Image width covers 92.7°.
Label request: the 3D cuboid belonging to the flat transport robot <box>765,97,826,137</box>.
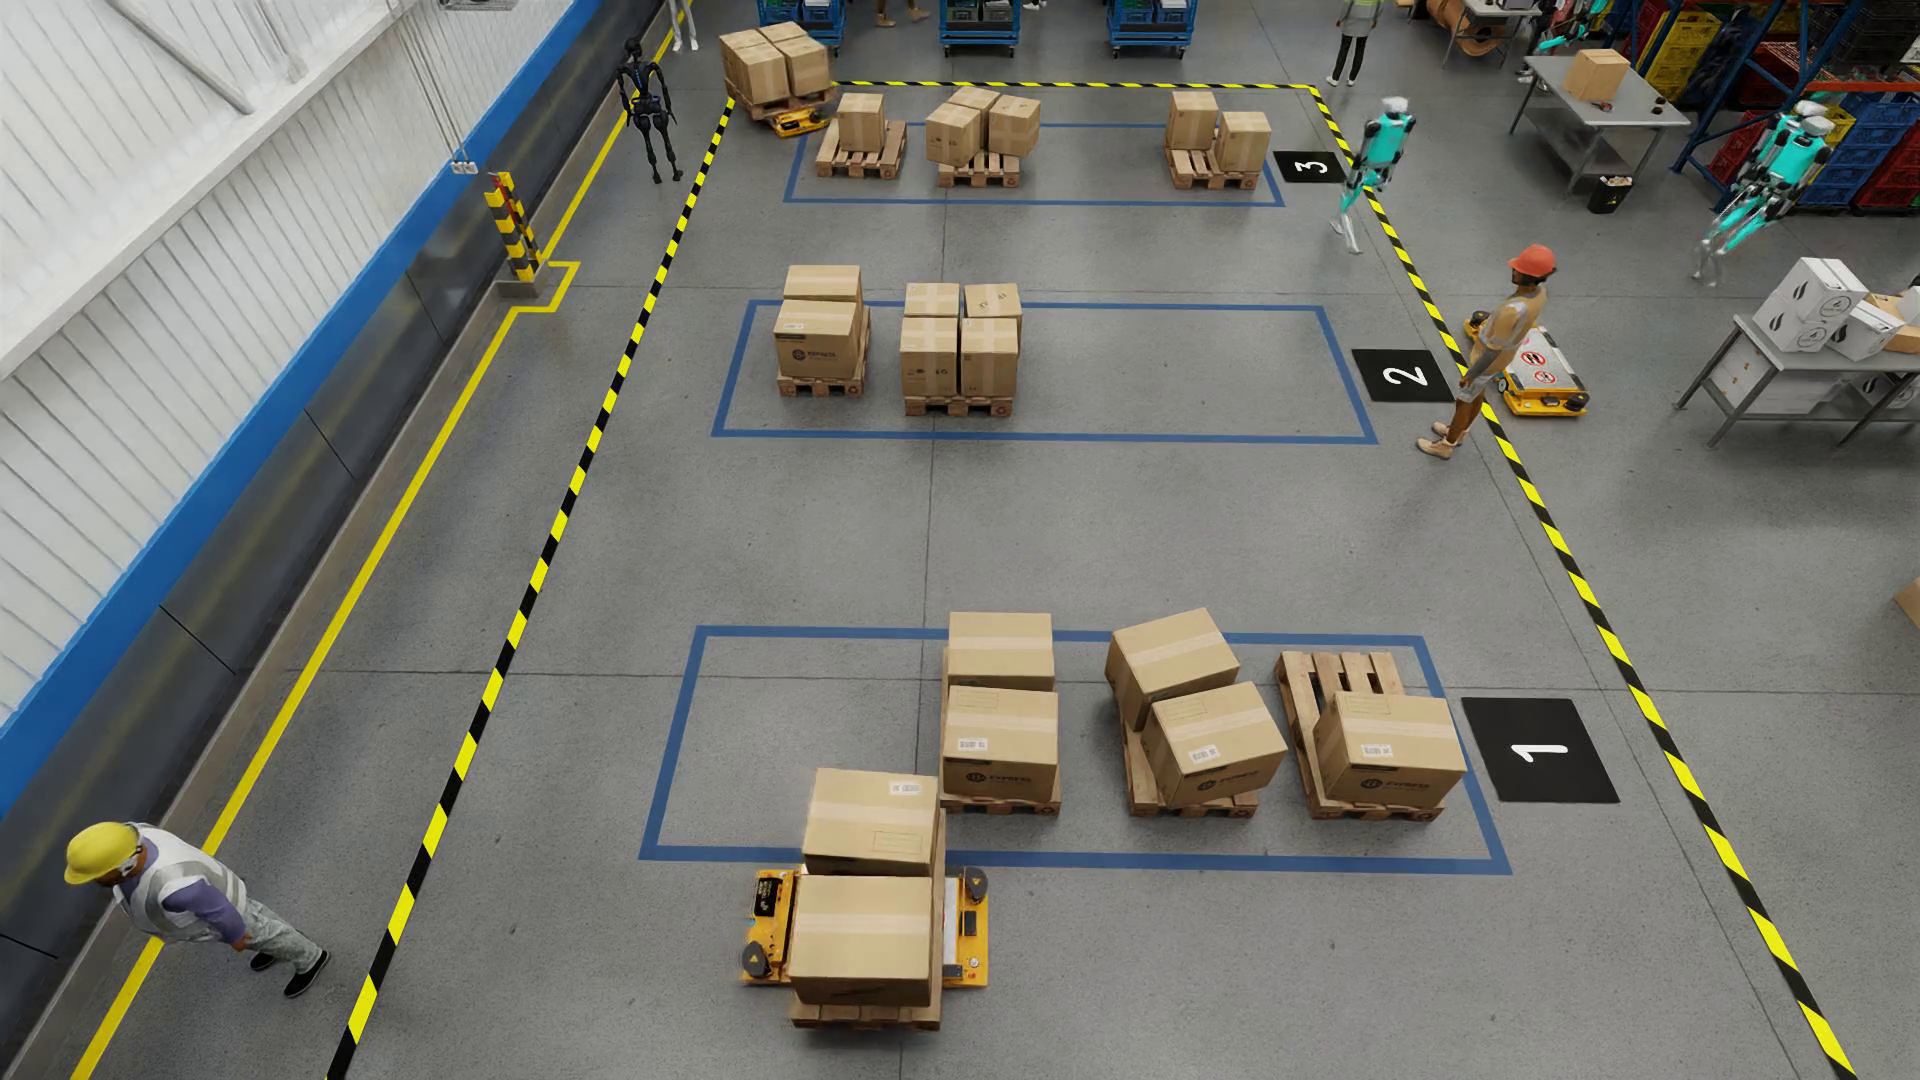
[{"bbox_3d":[-2.469,-6.054,12.755,0.652,0.197,1.431,-23,53,-19],"label":"flat transport robot"}]

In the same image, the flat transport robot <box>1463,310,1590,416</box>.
[{"bbox_3d":[5.573,-1.757,9.054,0.659,0.231,1.431,1,49,1],"label":"flat transport robot"}]

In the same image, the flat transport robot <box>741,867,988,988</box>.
[{"bbox_3d":[-0.547,2.309,5.516,1.431,0.197,0.652,1,49,1],"label":"flat transport robot"}]

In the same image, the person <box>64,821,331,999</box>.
[{"bbox_3d":[-3.974,1.938,4.818,0.586,1.836,0.404,25,53,20],"label":"person"}]

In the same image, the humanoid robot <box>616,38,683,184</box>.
[{"bbox_3d":[-3.763,-5.168,11.065,0.599,1.657,0.315,-8,50,-7],"label":"humanoid robot"}]

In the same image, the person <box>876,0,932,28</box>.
[{"bbox_3d":[-0.911,-9.042,14.219,1.001,1.993,0.620,-1,49,-1],"label":"person"}]

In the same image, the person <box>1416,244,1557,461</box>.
[{"bbox_3d":[4.412,-1.537,7.693,0.614,2.040,0.378,-35,58,-27],"label":"person"}]

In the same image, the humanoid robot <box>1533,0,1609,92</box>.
[{"bbox_3d":[8.419,-7.145,12.660,0.533,1.673,0.735,-29,55,-23],"label":"humanoid robot"}]

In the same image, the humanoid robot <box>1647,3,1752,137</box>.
[{"bbox_3d":[9.718,-6.047,11.876,0.801,1.626,0.612,5,49,4],"label":"humanoid robot"}]

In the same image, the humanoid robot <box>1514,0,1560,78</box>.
[{"bbox_3d":[8.445,-7.481,13.069,0.342,1.650,0.593,-15,51,-12],"label":"humanoid robot"}]

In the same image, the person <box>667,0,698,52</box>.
[{"bbox_3d":[-4.266,-8.313,13.673,0.531,1.864,0.309,-3,49,-2],"label":"person"}]

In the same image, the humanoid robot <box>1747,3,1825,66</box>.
[{"bbox_3d":[12.202,-7.625,13.236,0.777,1.627,0.601,8,50,7],"label":"humanoid robot"}]

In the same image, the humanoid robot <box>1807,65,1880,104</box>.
[{"bbox_3d":[11.283,-5.958,11.726,0.531,1.794,0.791,-8,50,-7],"label":"humanoid robot"}]

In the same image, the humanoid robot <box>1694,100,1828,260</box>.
[{"bbox_3d":[8.726,-3.836,9.888,0.669,1.803,0.537,-16,51,-13],"label":"humanoid robot"}]

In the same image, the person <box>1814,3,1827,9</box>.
[{"bbox_3d":[13.292,-8.636,13.965,0.391,1.846,0.563,-27,54,-21],"label":"person"}]

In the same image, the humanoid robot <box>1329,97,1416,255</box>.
[{"bbox_3d":[4.419,-4.021,10.046,0.558,1.739,1.046,-10,50,-8],"label":"humanoid robot"}]

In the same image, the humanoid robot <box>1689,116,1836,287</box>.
[{"bbox_3d":[8.219,-3.458,9.546,0.647,1.782,0.532,-17,51,-14],"label":"humanoid robot"}]

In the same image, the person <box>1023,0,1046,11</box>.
[{"bbox_3d":[1.276,-9.618,14.799,0.329,1.872,0.508,33,57,25],"label":"person"}]

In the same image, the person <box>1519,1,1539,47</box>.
[{"bbox_3d":[8.700,-8.515,13.898,0.640,1.790,0.957,3,49,2],"label":"person"}]

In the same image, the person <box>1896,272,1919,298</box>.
[{"bbox_3d":[10.377,-3.174,9.249,0.331,1.836,0.506,-30,56,-24],"label":"person"}]

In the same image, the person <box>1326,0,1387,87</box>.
[{"bbox_3d":[5.605,-7.352,12.850,0.587,1.853,0.390,4,49,3],"label":"person"}]

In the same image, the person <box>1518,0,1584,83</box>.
[{"bbox_3d":[8.504,-7.456,12.905,0.407,1.915,0.593,17,51,14],"label":"person"}]
